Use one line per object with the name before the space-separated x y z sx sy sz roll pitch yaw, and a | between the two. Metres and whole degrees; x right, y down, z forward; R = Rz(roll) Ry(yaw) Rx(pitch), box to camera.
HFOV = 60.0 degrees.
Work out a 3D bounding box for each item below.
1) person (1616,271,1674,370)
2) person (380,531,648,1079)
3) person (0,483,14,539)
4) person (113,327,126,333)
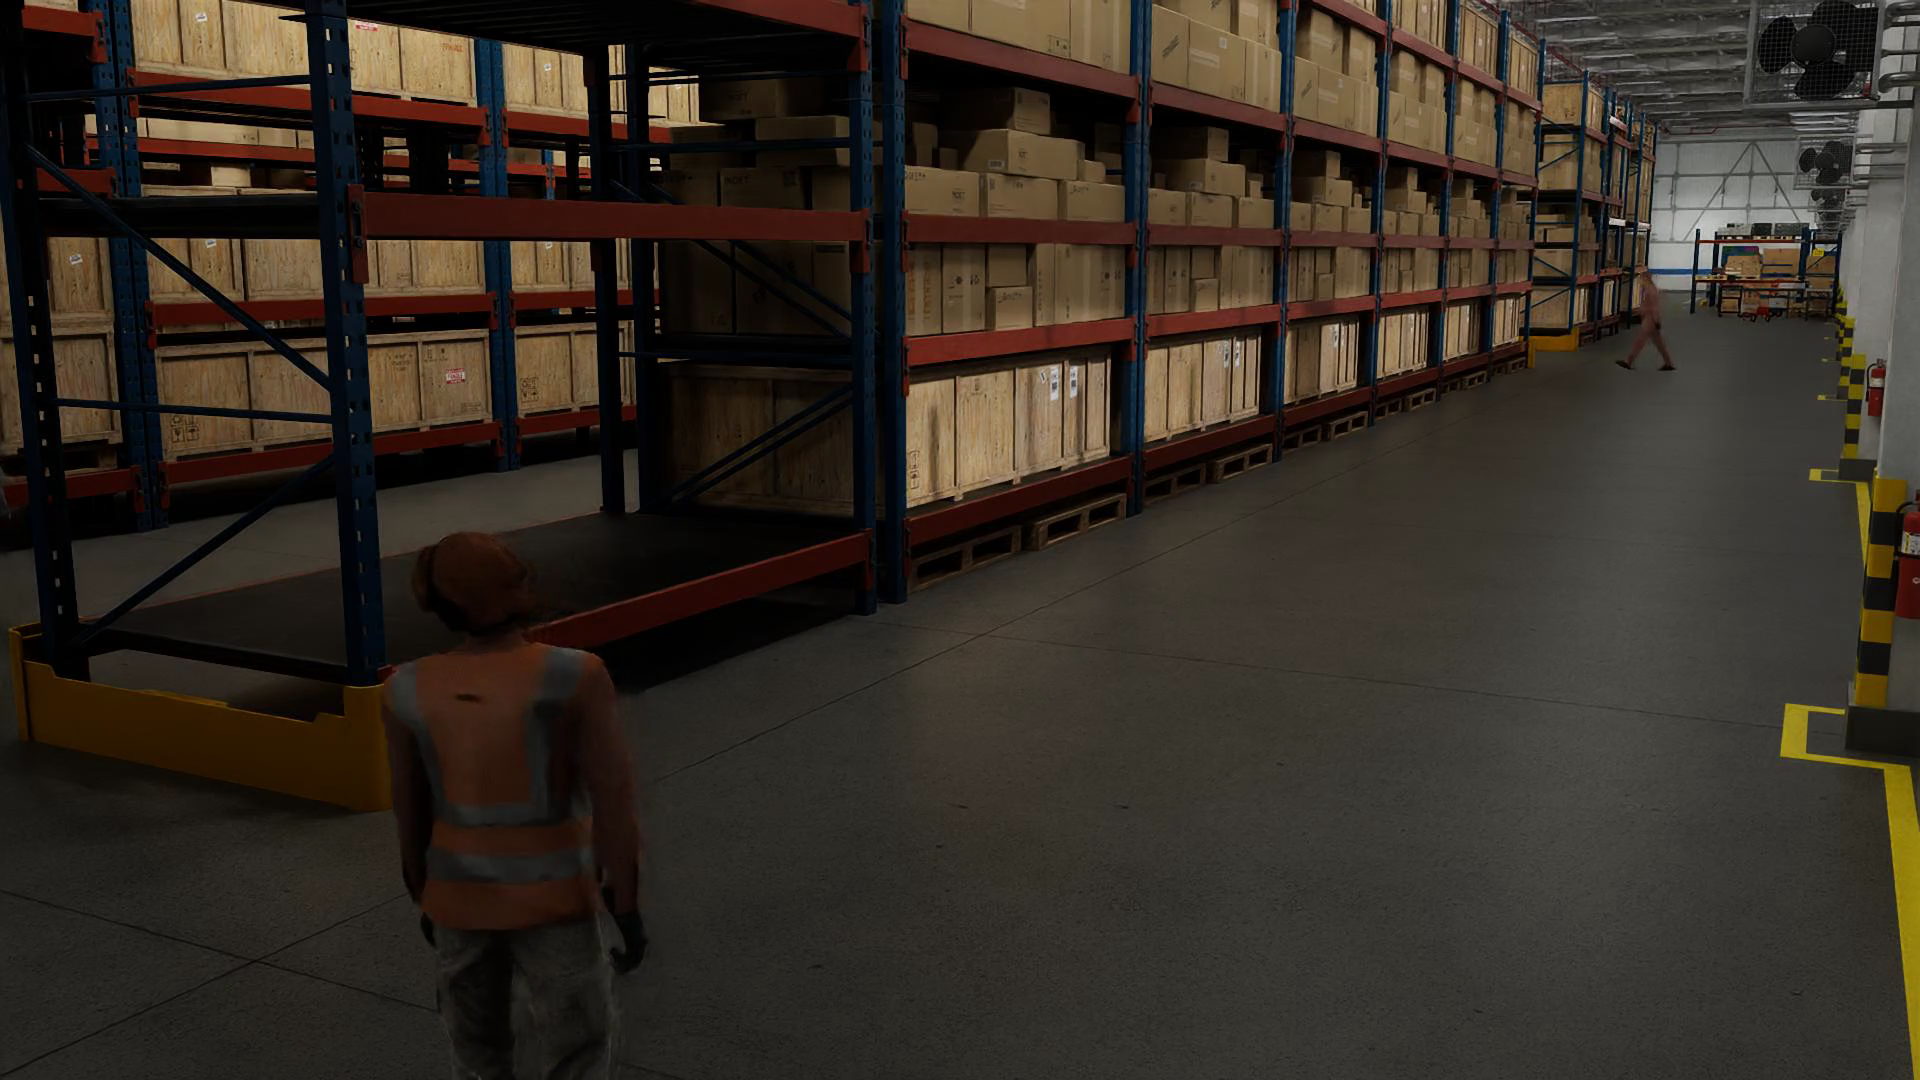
person | 12.823 -4.064 30.936 1.029 1.832 0.667 5 11 25
person | -0.869 0.785 3.480 0.668 1.605 0.354 2 10 10
person | -5.135 -0.099 8.382 0.890 1.671 0.544 8 12 38
person | -8.405 -1.501 16.356 0.605 1.731 0.426 -2 10 -11
